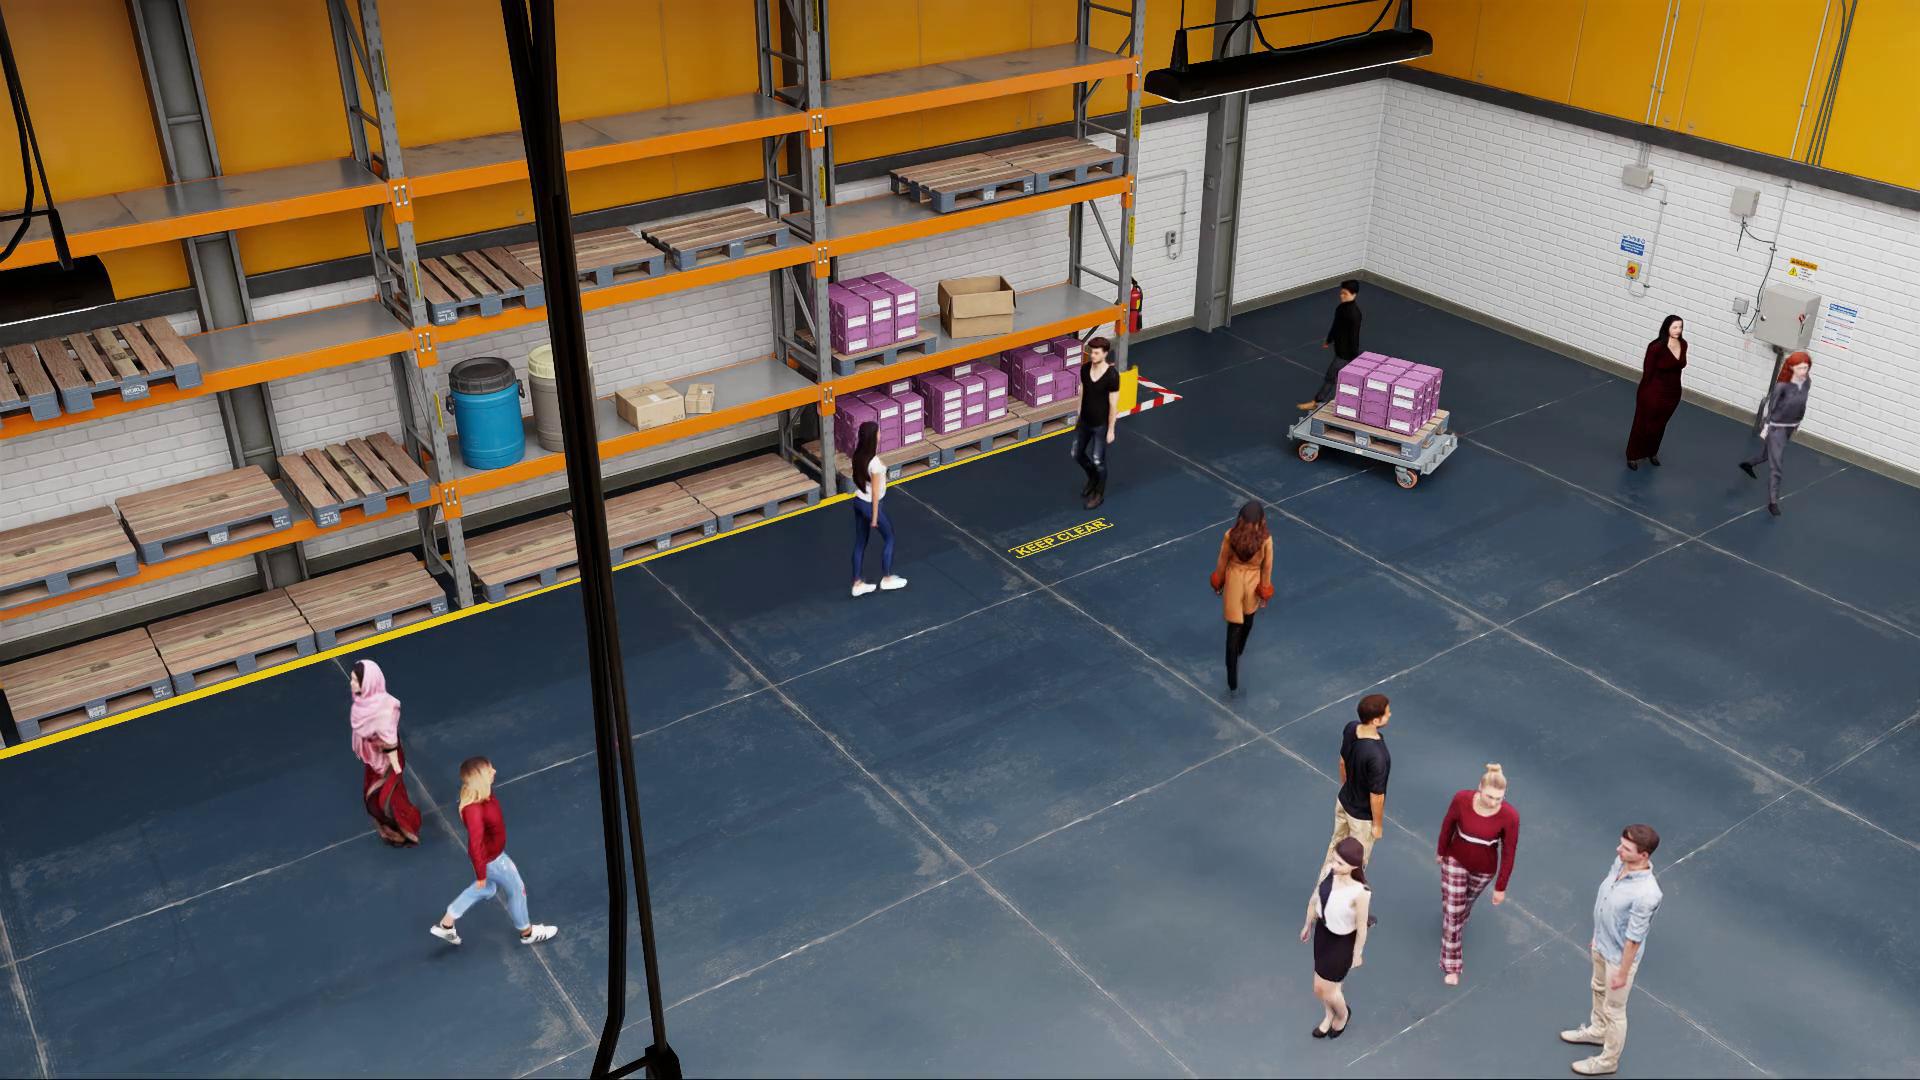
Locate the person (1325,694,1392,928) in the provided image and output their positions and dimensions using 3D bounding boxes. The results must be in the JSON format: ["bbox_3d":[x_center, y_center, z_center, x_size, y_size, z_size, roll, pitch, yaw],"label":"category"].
[{"bbox_3d":[2.761,1.847,11.530,0.639,1.857,0.712,-8,30,-15],"label":"person"}]

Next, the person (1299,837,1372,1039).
[{"bbox_3d":[2.446,2.520,10.527,0.622,1.637,0.603,-13,31,-22],"label":"person"}]

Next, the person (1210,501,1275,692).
[{"bbox_3d":[2.404,0.492,14.204,1.177,1.676,1.243,5,29,10],"label":"person"}]

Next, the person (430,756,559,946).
[{"bbox_3d":[-3.264,2.145,11.245,1.112,1.607,0.770,-11,30,-19],"label":"person"}]

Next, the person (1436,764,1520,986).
[{"bbox_3d":[3.440,2.135,11.215,0.992,1.654,1.107,11,31,19],"label":"person"}]

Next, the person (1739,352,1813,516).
[{"bbox_3d":[8.424,-1.170,17.185,1.102,1.738,0.924,-11,30,-19],"label":"person"}]

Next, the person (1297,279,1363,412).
[{"bbox_3d":[4.495,-2.188,19.116,1.182,1.677,1.089,4,29,7],"label":"person"}]

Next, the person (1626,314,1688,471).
[{"bbox_3d":[7.538,-1.606,17.965,0.618,1.757,0.775,-10,30,-18],"label":"person"}]

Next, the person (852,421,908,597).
[{"bbox_3d":[-0.918,-0.259,15.495,0.748,1.758,0.592,-18,34,-30],"label":"person"}]

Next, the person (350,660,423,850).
[{"bbox_3d":[-4.208,1.555,12.306,0.628,1.626,0.639,-20,34,-32],"label":"person"}]

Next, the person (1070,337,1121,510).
[{"bbox_3d":[1.463,-1.242,17.165,0.764,1.884,0.759,23,36,36],"label":"person"}]

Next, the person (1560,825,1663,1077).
[{"bbox_3d":[4.082,2.524,10.298,0.734,1.847,0.720,-1,29,-2],"label":"person"}]
